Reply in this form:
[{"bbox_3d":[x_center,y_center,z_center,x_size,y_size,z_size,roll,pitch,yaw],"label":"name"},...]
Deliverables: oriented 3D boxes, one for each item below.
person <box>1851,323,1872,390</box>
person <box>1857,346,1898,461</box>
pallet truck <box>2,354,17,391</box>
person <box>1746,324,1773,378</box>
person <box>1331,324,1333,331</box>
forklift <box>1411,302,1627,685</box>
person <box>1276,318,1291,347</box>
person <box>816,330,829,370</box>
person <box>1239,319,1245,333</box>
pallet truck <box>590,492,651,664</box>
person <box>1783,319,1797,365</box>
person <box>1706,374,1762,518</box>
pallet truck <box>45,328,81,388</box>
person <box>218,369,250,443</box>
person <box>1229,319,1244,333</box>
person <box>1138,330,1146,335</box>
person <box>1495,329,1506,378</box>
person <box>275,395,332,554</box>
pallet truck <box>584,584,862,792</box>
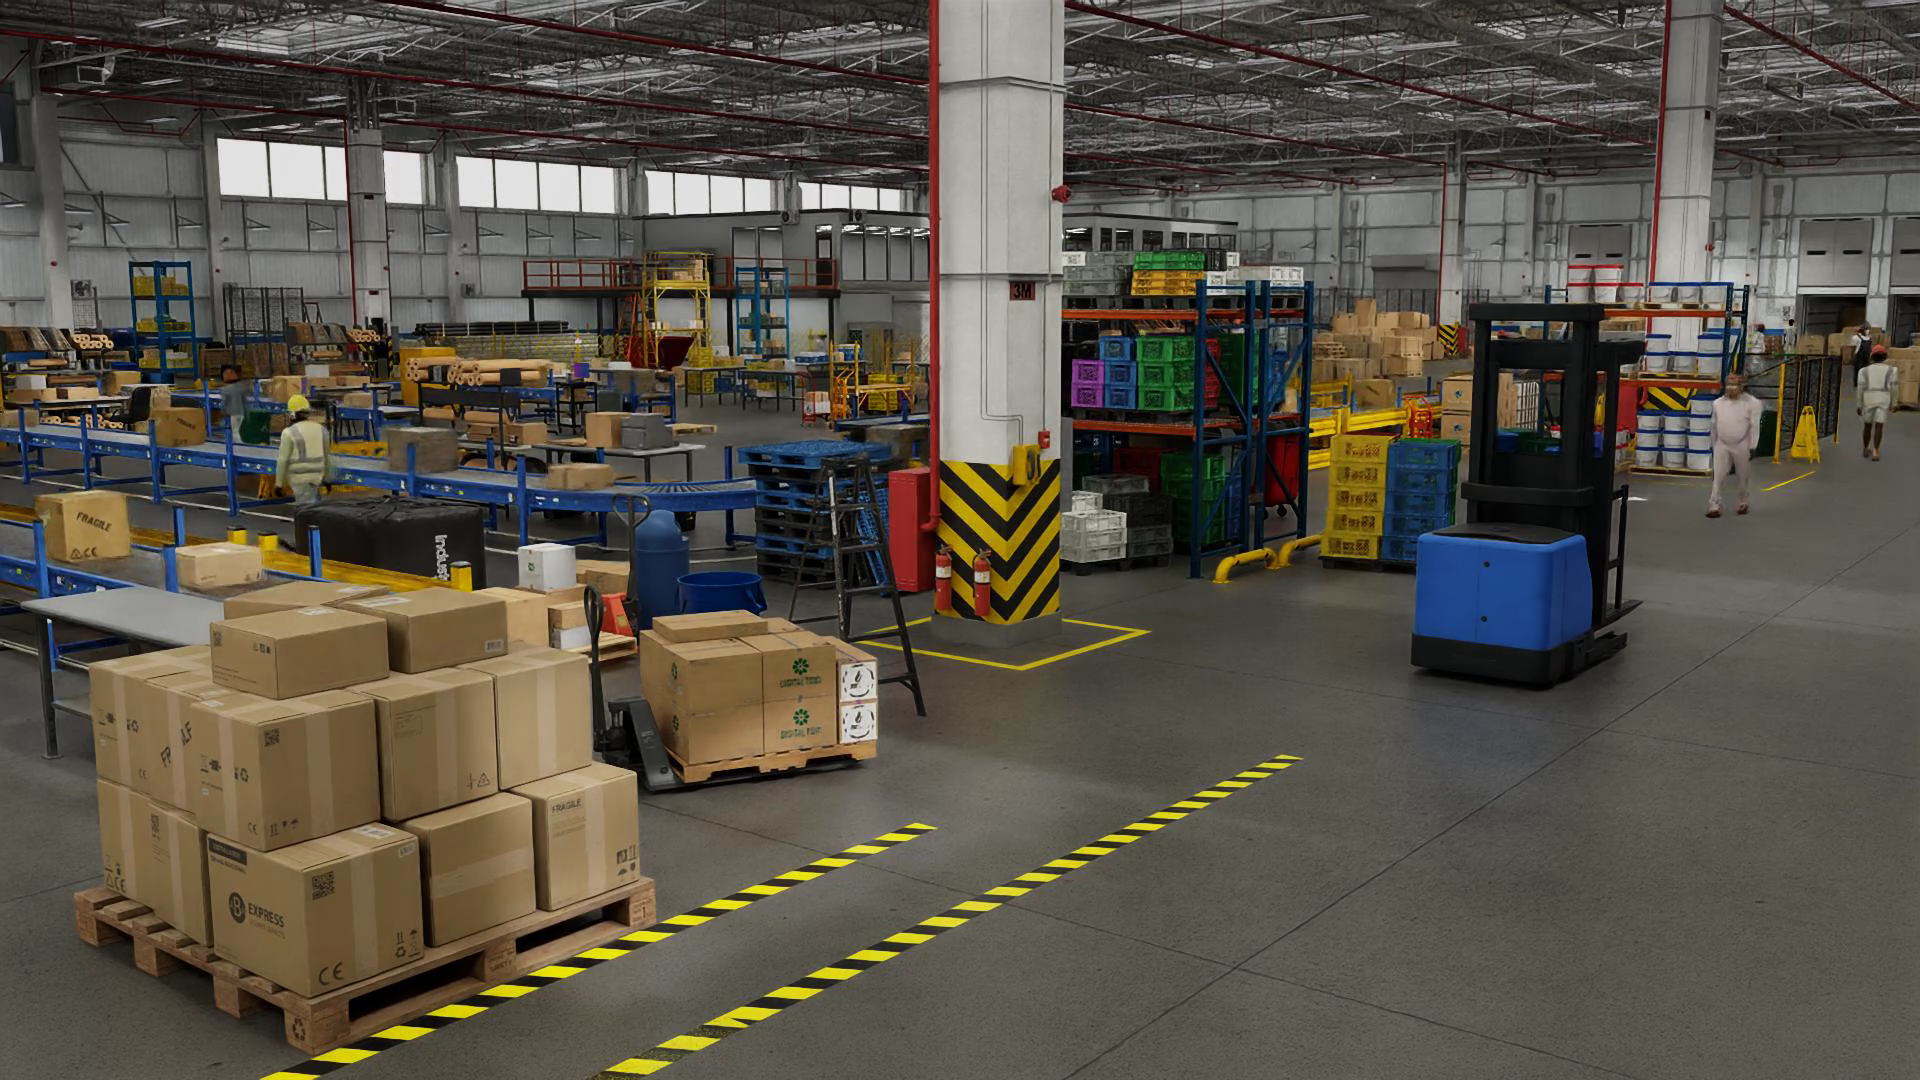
[{"bbox_3d":[26.923,-5.473,49.612,0.704,2.000,0.541,-2,9,-16],"label":"person"},{"bbox_3d":[15.970,-2.382,28.990,0.626,1.992,1.068,5,10,32],"label":"person"},{"bbox_3d":[-24.881,-4.417,42.634,1.885,1.965,0.823,8,11,41],"label":"pallet truck"},{"bbox_3d":[27.525,-6.487,57.131,0.984,1.832,0.614,0,8,3],"label":"person"},{"bbox_3d":[18.250,-10.067,81.407,0.929,1.809,0.516,1,9,9],"label":"person"},{"bbox_3d":[4.379,-0.438,12.852,1.129,2.768,1.873,7,11,37],"label":"forklift"},{"bbox_3d":[13.320,-8.162,68.310,0.603,1.860,0.693,5,10,30],"label":"person"},{"bbox_3d":[-4.459,-6.000,54.312,0.892,1.689,0.501,5,10,32],"label":"person"},{"bbox_3d":[11.613,-8.220,68.522,0.400,1.928,0.542,4,9,23],"label":"person"},{"bbox_3d":[-3.115,0.344,12.883,0.653,1.274,1.630,7,11,37],"label":"pallet truck"},{"bbox_3d":[33.445,-7.965,66.985,0.511,1.872,0.328,6,10,34],"label":"person"},{"bbox_3d":[10.053,-1.223,21.587,0.644,1.866,0.984,7,11,40],"label":"person"},{"bbox_3d":[-23.775,-4.544,43.495,1.885,1.965,0.823,6,10,35],"label":"pallet truck"},{"bbox_3d":[-12.358,-2.095,28.212,0.545,1.614,0.513,4,9,25],"label":"person"},{"bbox_3d":[10.150,-7.149,61.138,0.617,1.979,0.431,4,9,27],"label":"person"},{"bbox_3d":[5.609,-5.565,51.078,0.591,1.794,0.898,-8,12,-44],"label":"person"},{"bbox_3d":[15.227,-4.927,46.423,0.834,1.911,0.557,8,12,43],"label":"person"},{"bbox_3d":[-7.196,-0.669,18.058,0.898,1.785,0.621,4,9,25],"label":"person"},{"bbox_3d":[-1.426,0.805,10.019,1.601,1.201,0.680,-4,9,-26],"label":"pallet truck"}]
